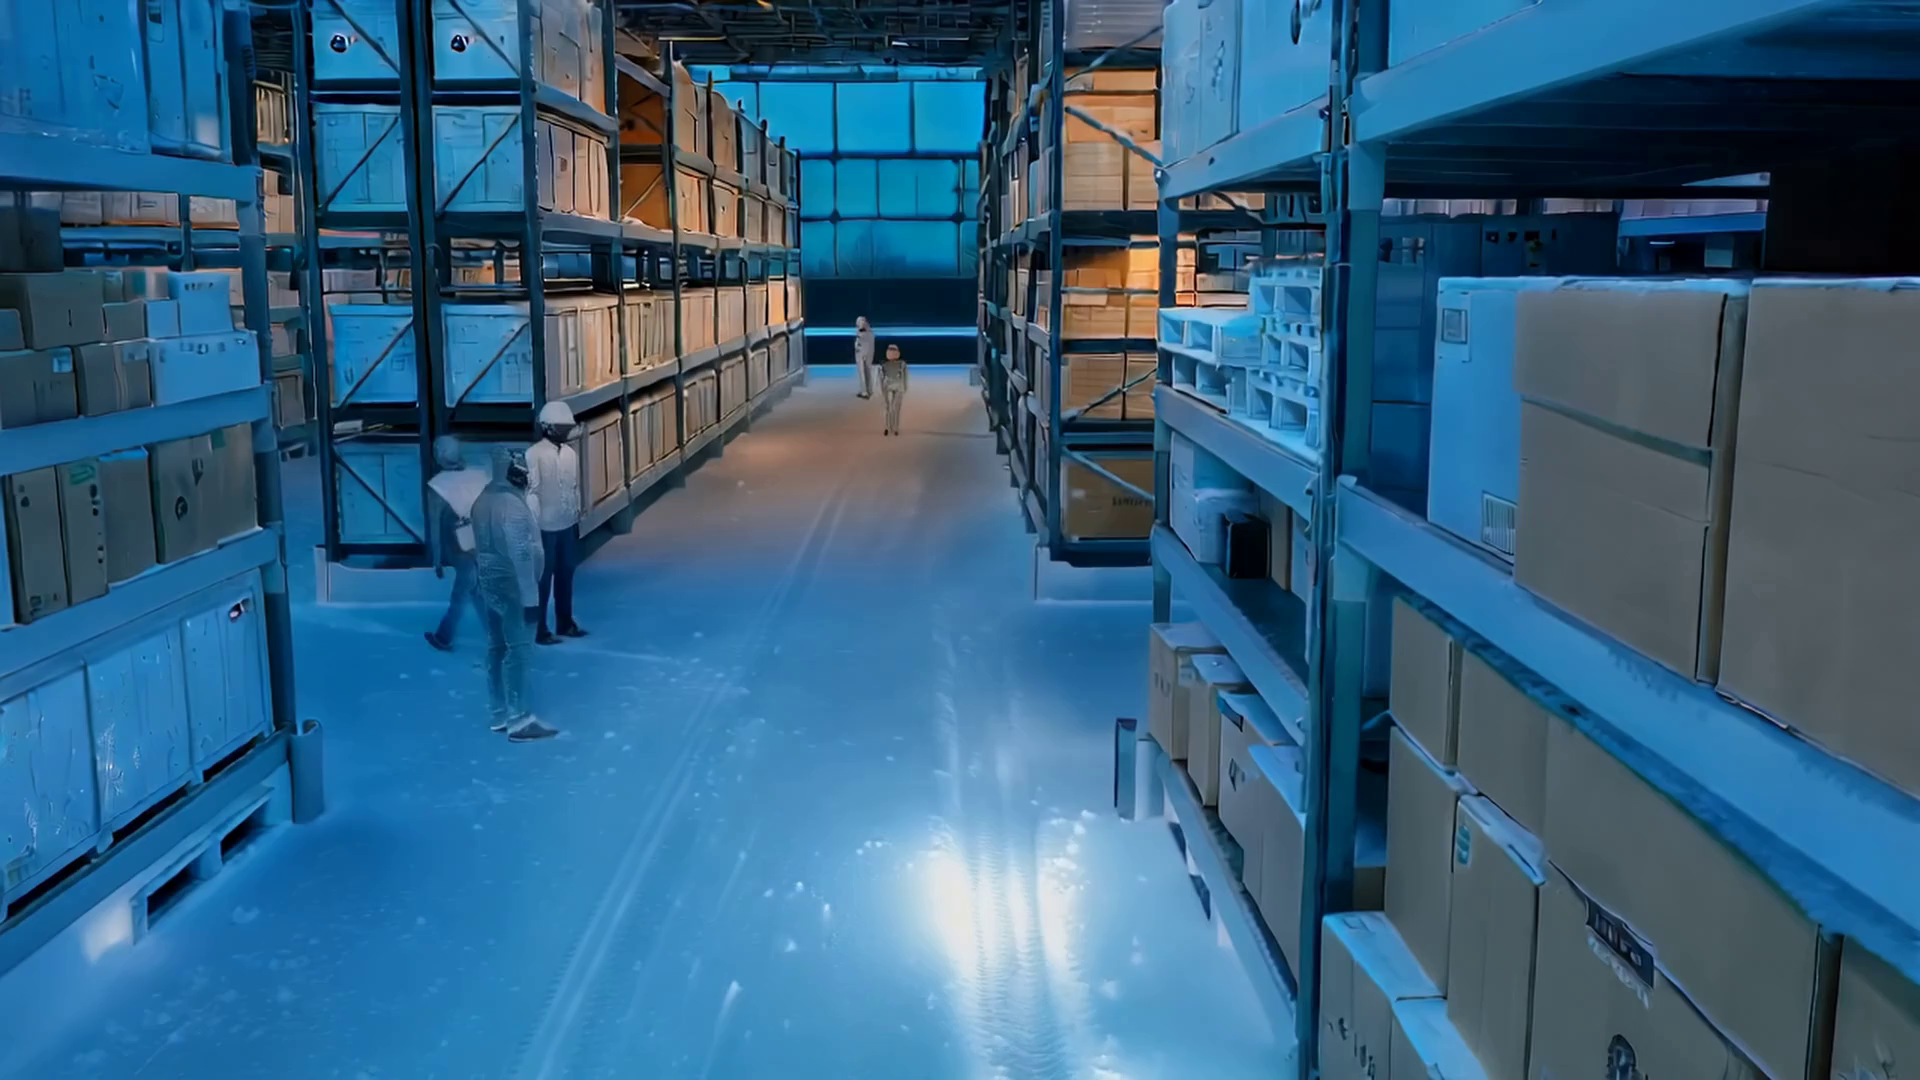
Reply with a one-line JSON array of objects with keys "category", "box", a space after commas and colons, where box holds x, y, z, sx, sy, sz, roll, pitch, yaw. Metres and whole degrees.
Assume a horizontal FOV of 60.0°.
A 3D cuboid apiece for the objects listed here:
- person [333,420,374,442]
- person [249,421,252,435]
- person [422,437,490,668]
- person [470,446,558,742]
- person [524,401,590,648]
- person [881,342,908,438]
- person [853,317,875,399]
[{"category": "person", "box": [-6.763, -0.900, 18.371, 0.620, 1.898, 0.462, -1, 9, -4]}, {"category": "person", "box": [-9.594, -1.340, 22.034, 0.582, 1.583, 0.838, 0, 9, 0]}, {"category": "person", "box": [-3.837, 0.089, 12.824, 1.120, 1.737, 0.577, 5, 11, 28]}, {"category": "person", "box": [-2.877, 0.341, 10.747, 0.408, 1.906, 0.654, -8, 12, -39]}, {"category": "person", "box": [-3.248, -0.131, 13.399, 0.414, 1.984, 0.618, 4, 10, 24]}, {"category": "person", "box": [-1.180, -2.693, 29.922, 0.489, 1.723, 0.658, -1, 9, -4]}, {"category": "person", "box": [-2.267, -4.267, 39.022, 0.400, 1.902, 0.643, -6, 11, -31]}]
